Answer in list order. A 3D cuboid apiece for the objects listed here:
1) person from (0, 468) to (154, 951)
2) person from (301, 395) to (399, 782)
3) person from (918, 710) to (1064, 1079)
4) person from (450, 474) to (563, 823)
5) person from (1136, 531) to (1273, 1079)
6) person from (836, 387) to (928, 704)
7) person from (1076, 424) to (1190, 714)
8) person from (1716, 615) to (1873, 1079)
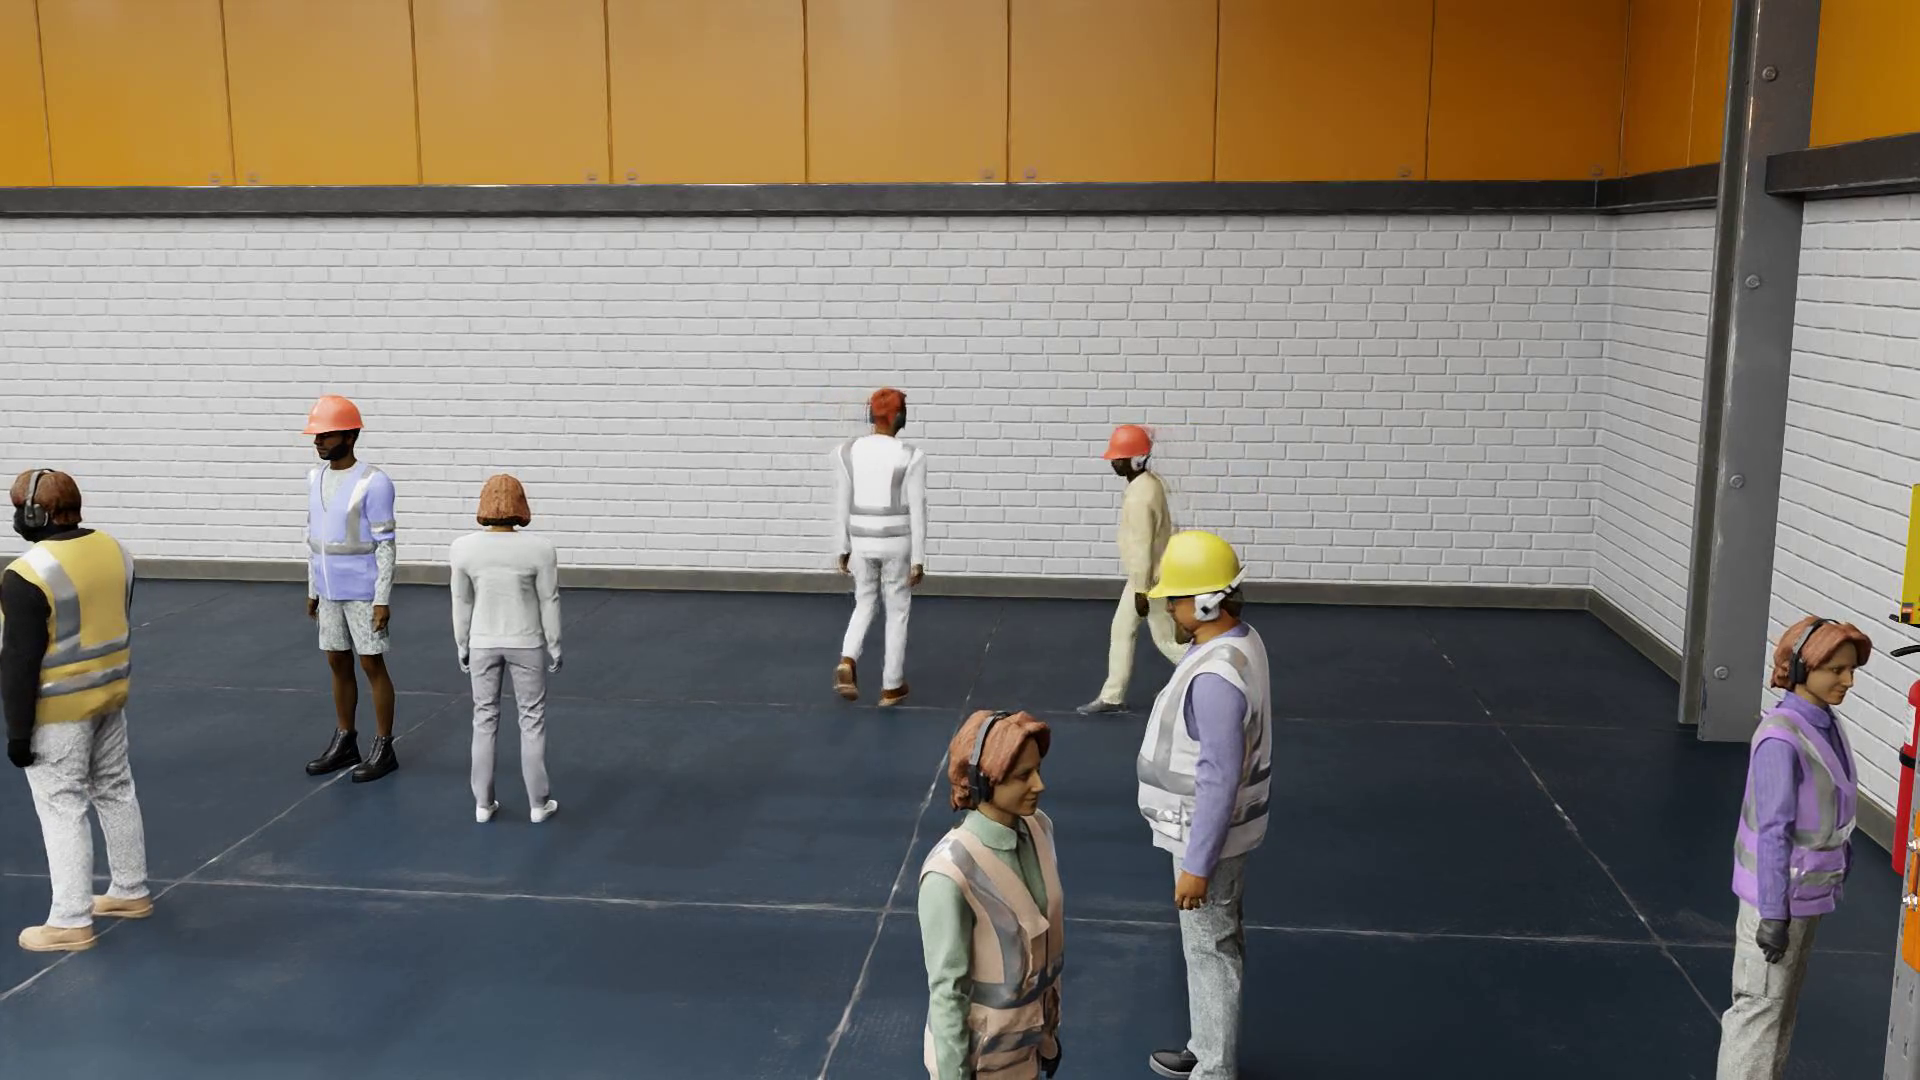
[{"bbox_3d":[-3.408,0.639,6.347,0.428,1.839,0.622,2,10,10],"label":"person"},{"bbox_3d":[-3.064,0.243,8.315,0.543,1.939,0.360,5,11,25],"label":"person"},{"bbox_3d":[0.076,1.182,3.792,0.309,1.641,0.515,5,11,26],"label":"person"},{"bbox_3d":[-2.090,0.506,7.704,0.501,1.626,0.278,0,10,1],"label":"person"},{"bbox_3d":[0.737,0.871,5.050,0.403,1.823,0.588,2,10,13],"label":"person"},{"bbox_3d":[-0.472,0.059,9.569,0.591,1.866,0.554,4,11,21],"label":"person"},{"bbox_3d":[1.117,0.184,9.360,0.834,1.700,0.595,1,10,4],"label":"person"},{"bbox_3d":[2.357,1.019,4.731,0.310,1.636,0.522,8,13,38],"label":"person"}]
